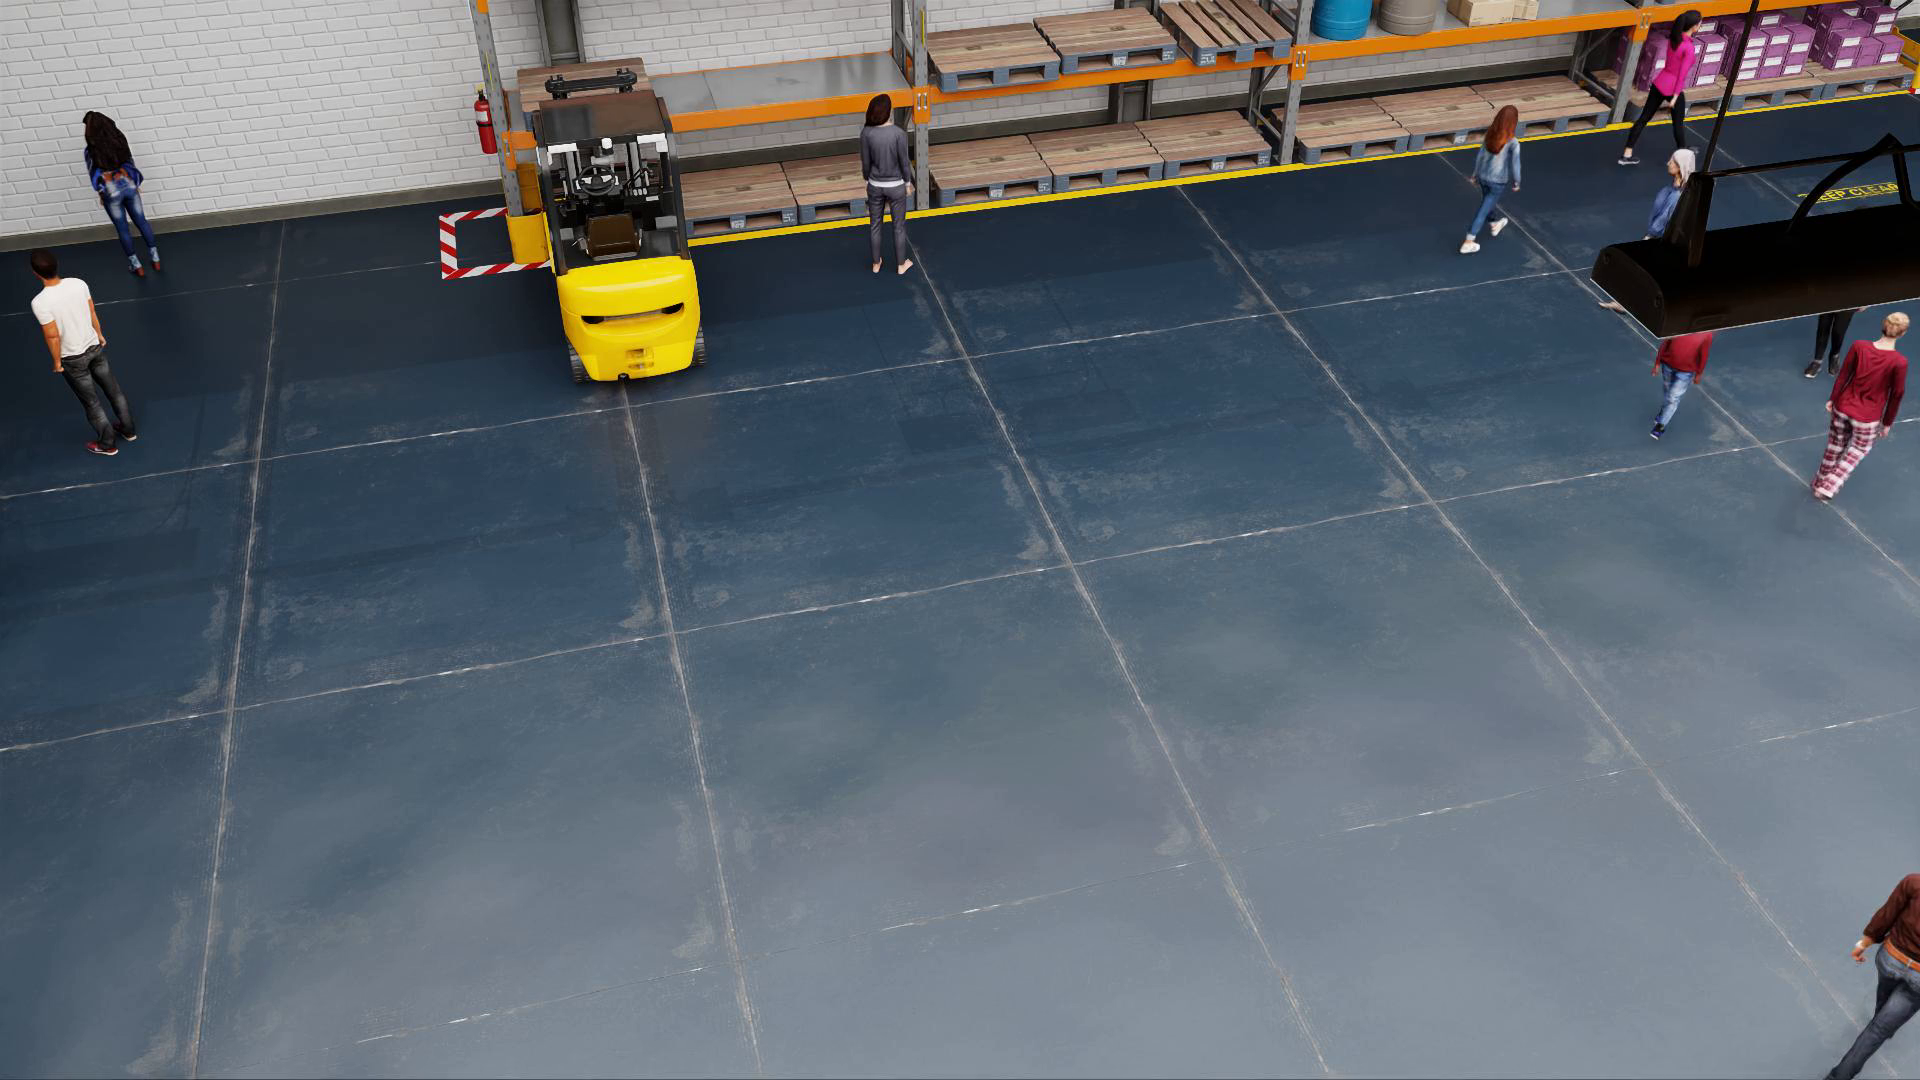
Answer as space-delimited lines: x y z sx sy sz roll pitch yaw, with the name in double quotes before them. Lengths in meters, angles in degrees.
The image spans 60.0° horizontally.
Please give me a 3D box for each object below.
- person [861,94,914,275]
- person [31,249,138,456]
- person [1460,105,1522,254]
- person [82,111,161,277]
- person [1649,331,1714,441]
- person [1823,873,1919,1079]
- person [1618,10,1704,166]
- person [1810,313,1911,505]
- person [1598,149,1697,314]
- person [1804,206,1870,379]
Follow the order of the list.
"person" -0.683 -3.309 15.486 0.609 1.768 0.746 6 39 7
"person" -6.986 -1.504 13.206 0.747 1.804 0.711 16 41 19
"person" 5.030 -3.407 15.867 1.031 1.447 0.788 -24 44 -27
"person" -7.847 -3.246 15.525 0.760 1.622 0.668 28 46 30
"person" 5.902 -1.450 13.589 0.769 1.231 0.905 31 48 33
"person" 4.839 2.267 8.542 1.194 1.722 1.012 -30 47 -32
"person" 7.256 -4.654 17.263 1.066 1.663 0.612 -11 40 -14
"person" 6.773 -0.957 12.603 0.863 1.691 0.811 -32 48 -33
"person" 6.340 -2.626 14.717 1.004 1.672 0.892 11 40 13
"person" 7.509 -2.136 14.134 0.735 1.624 0.794 22 43 25
